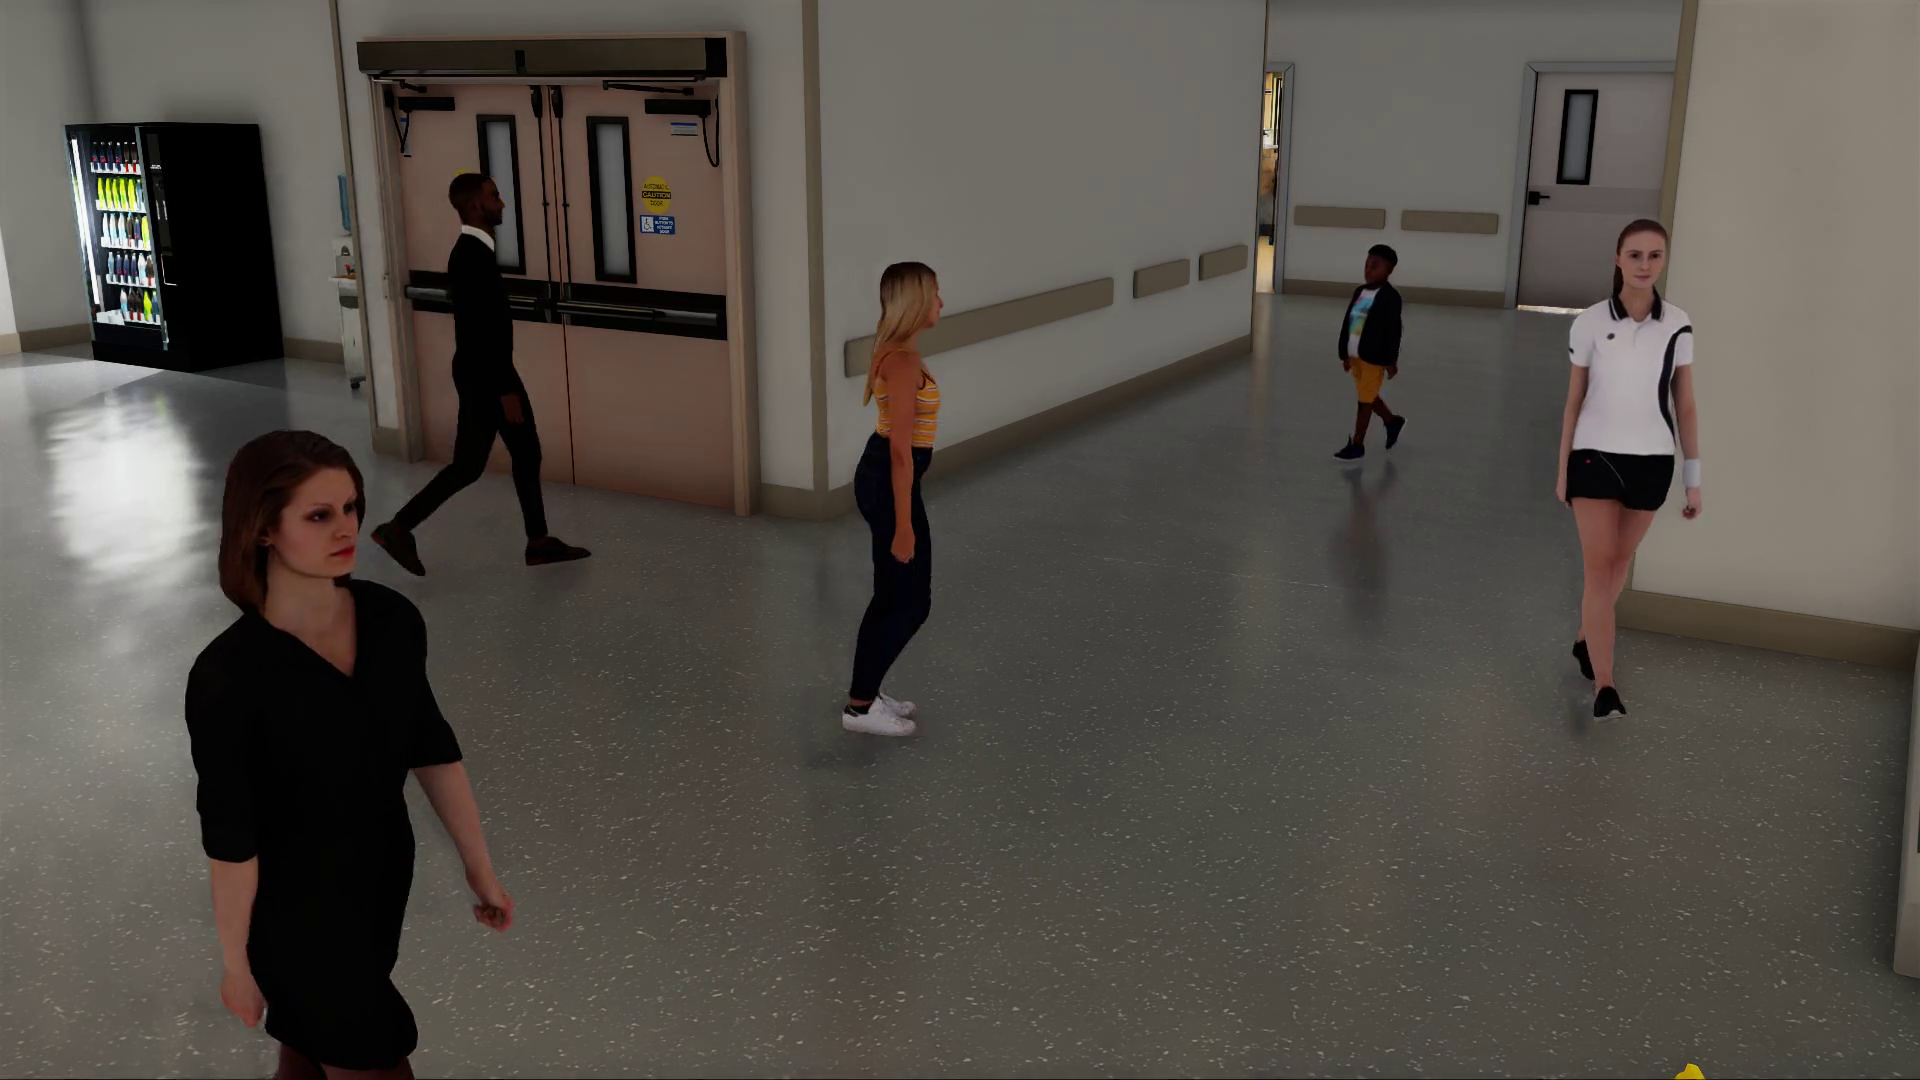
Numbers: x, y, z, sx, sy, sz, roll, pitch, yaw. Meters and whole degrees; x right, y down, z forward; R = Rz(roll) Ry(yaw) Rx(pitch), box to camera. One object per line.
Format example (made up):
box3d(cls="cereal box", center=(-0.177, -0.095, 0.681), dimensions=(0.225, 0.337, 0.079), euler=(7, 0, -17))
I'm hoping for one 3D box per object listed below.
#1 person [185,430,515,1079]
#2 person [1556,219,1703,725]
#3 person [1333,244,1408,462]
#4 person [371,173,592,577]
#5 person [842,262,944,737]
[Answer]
box3d(cls="person", center=(-1.121, 0.651, 2.821), dimensions=(1.066, 1.665, 0.662), euler=(7, 17, 23))
box3d(cls="person", center=(2.334, -0.241, 5.914), dimensions=(1.137, 1.702, 0.960), euler=(2, 16, 6))
box3d(cls="person", center=(2.459, -1.105, 9.805), dimensions=(0.821, 1.255, 0.849), euler=(-9, 18, -29))
box3d(cls="person", center=(-2.197, -0.681, 7.351), dimensions=(1.223, 1.771, 1.137), euler=(-3, 16, -12))
box3d(cls="person", center=(-0.261, -0.111, 5.649), dimensions=(0.796, 1.597, 0.752), euler=(1, 16, 2))
